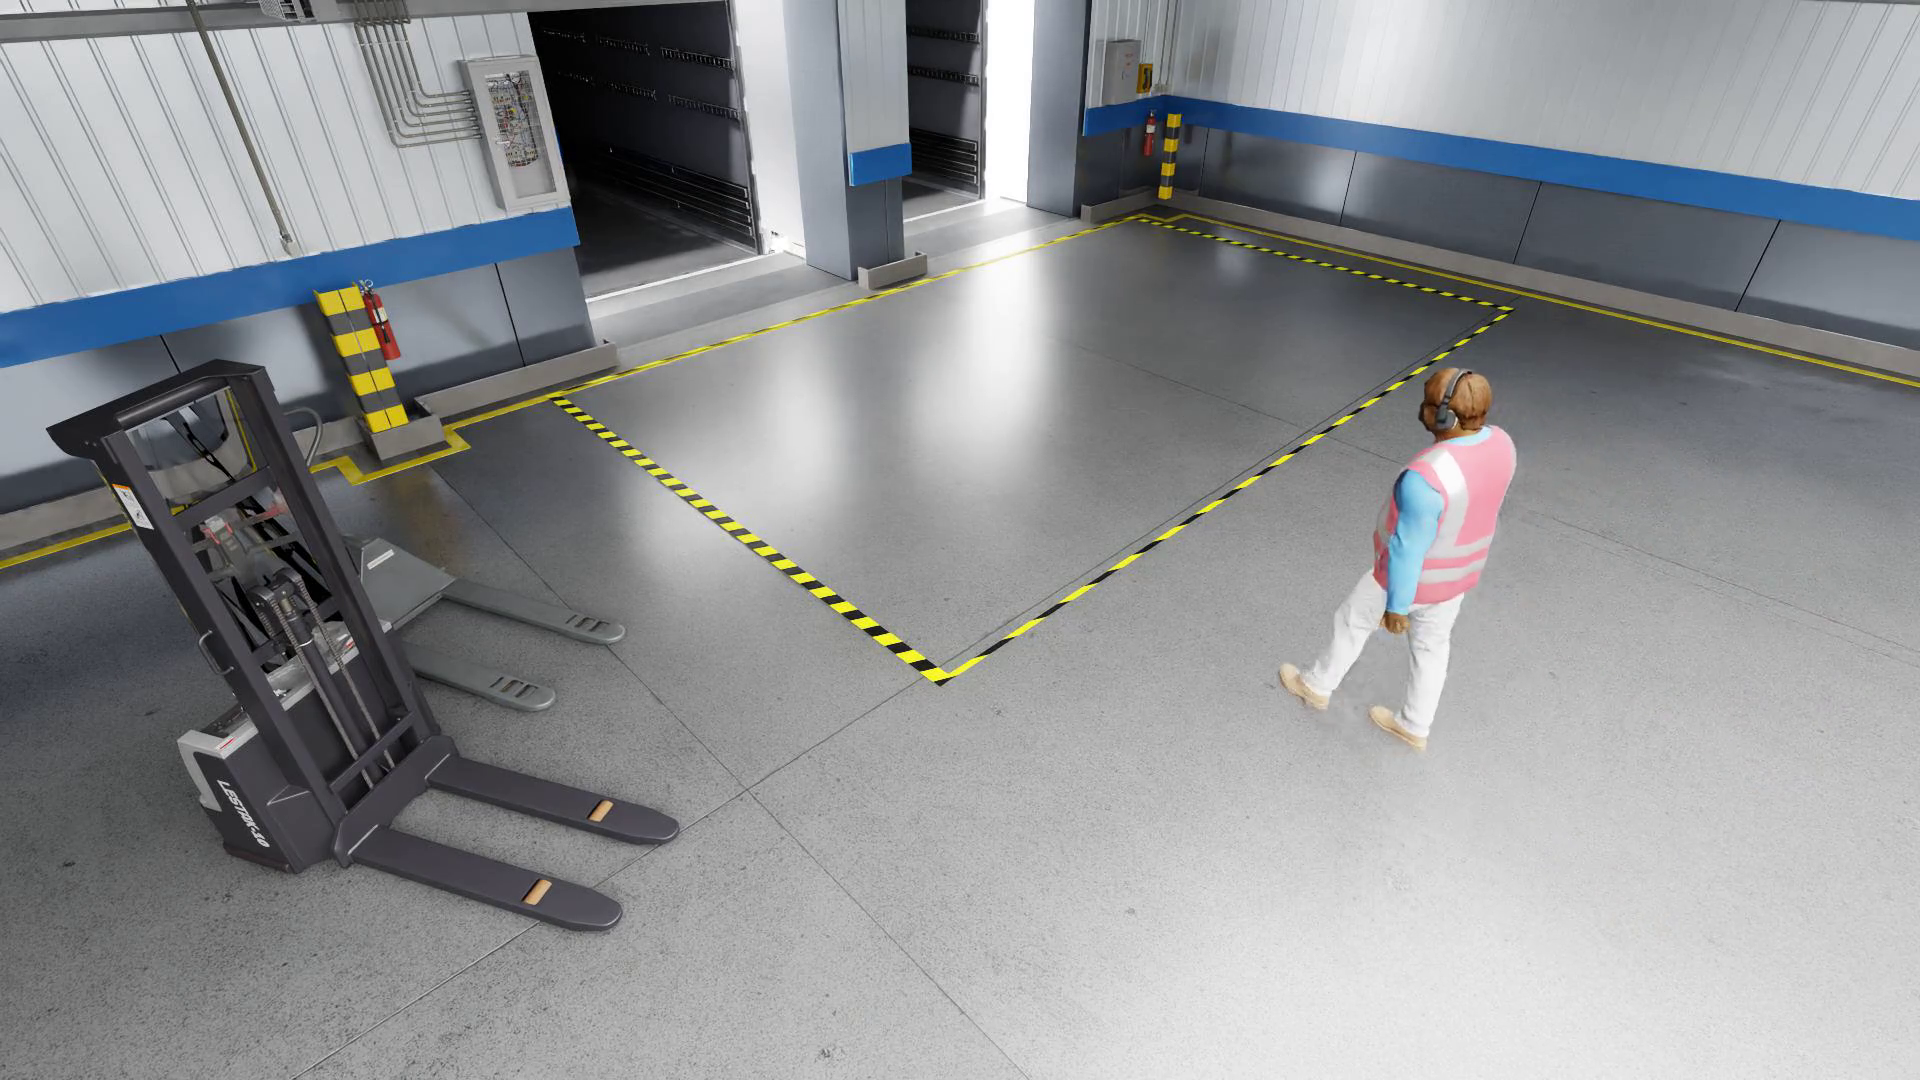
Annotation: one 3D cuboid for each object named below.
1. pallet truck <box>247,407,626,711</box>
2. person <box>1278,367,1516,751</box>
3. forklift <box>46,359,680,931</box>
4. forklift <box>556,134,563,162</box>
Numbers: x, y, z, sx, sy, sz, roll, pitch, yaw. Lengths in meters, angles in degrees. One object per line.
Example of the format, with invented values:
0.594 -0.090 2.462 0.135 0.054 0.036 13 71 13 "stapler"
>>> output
-2.628 0.038 4.590 1.601 1.201 0.680 12 36 18 "pallet truck"
1.931 0.095 4.003 0.631 1.814 0.713 -18 38 -24 "person"
-2.135 0.422 3.354 1.885 1.965 0.823 10 35 14 "forklift"
-6.341 -5.732 12.084 1.157 2.036 2.680 -26 42 -33 "forklift"
